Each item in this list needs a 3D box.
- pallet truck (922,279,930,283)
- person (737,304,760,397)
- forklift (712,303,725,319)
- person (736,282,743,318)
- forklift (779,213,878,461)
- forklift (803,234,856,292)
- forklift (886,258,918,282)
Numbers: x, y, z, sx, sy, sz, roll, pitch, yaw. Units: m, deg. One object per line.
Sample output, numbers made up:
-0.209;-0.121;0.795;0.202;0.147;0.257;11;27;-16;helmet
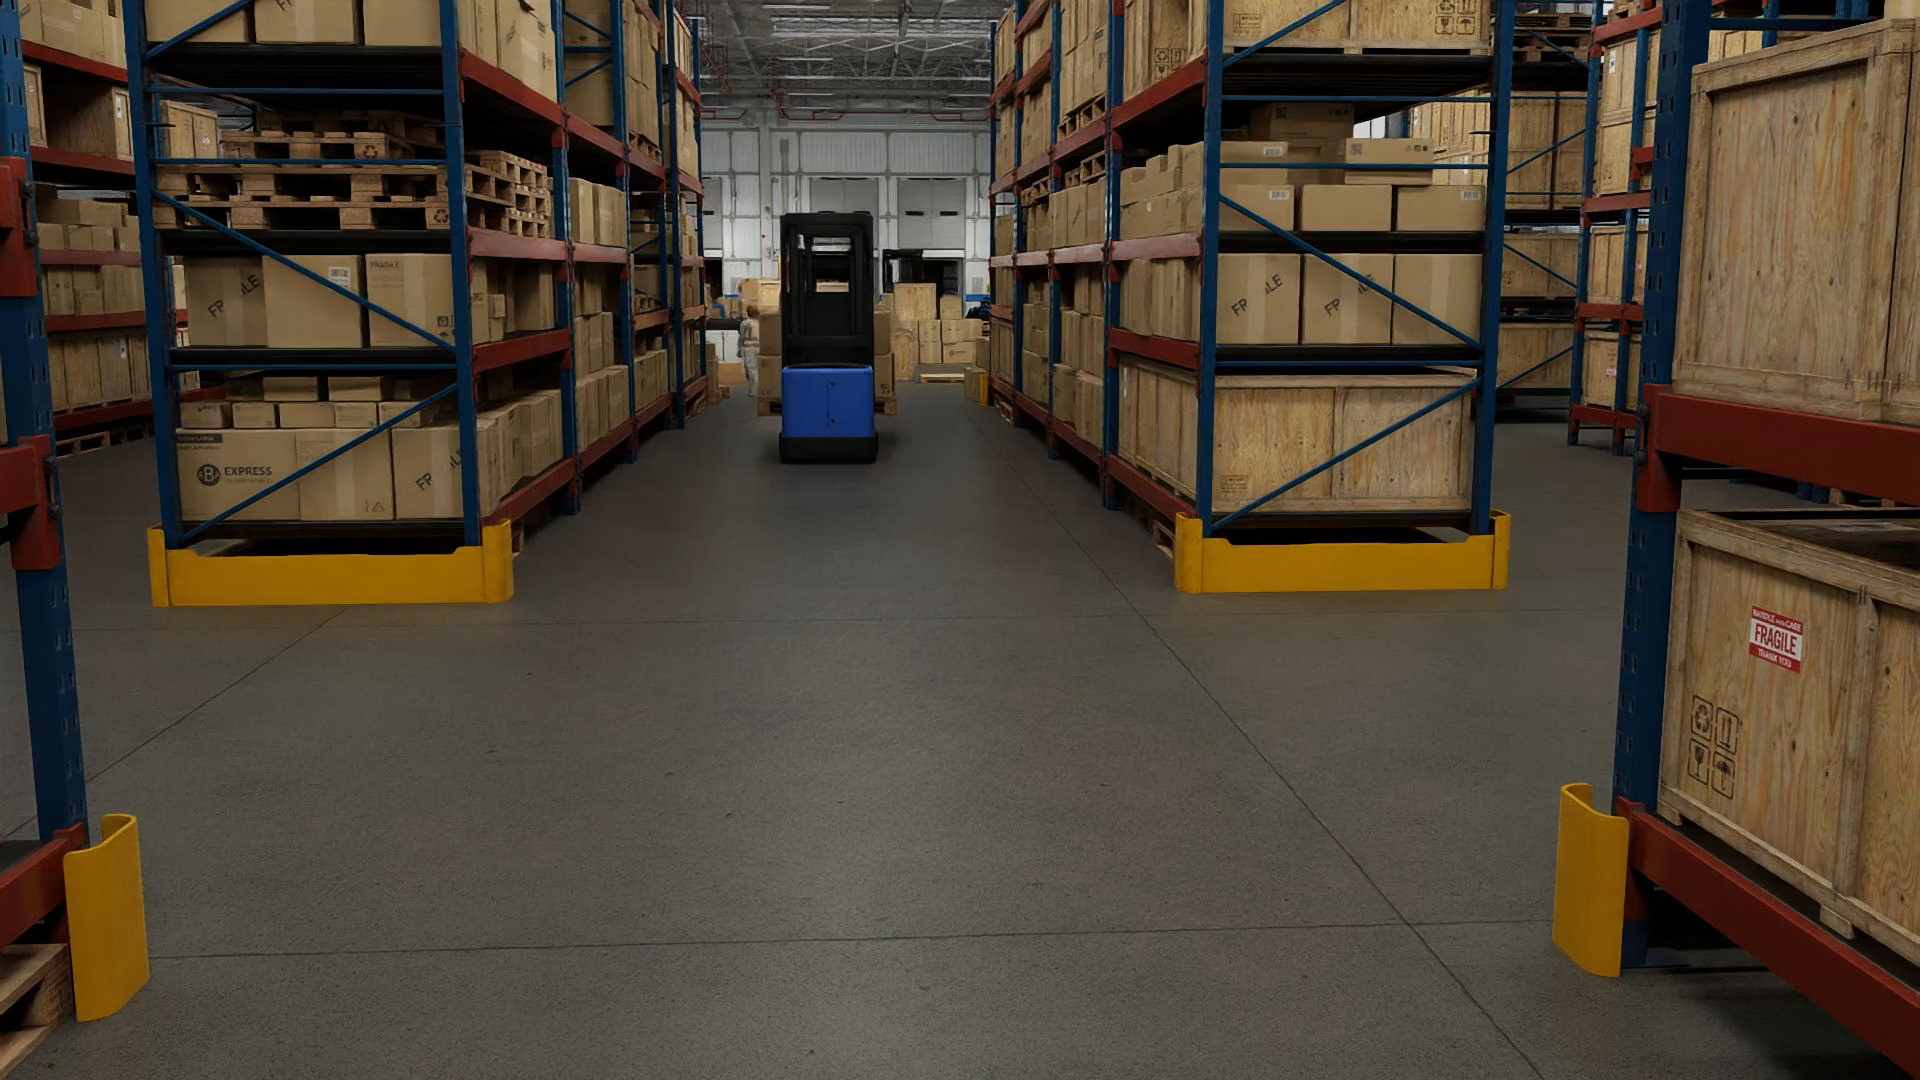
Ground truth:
-0.932;-8.922;63.114;1.885;1.965;0.823;2;9;13;pallet truck
-3.565;-3.271;28.827;0.678;1.616;0.519;8;12;42;person
-9.166;-8.488;57.628;1.873;2.768;1.129;-4;10;-21;forklift
-7.085;-7.529;54.676;0.867;1.908;0.552;4;10;22;person
-1.529;-2.372;19.221;1.129;2.768;1.873;-1;9;-4;forklift
-2.067;-3.617;27.042;1.129;2.768;1.873;-1;9;-4;forklift
-1.592;-6.593;45.730;1.129;2.768;1.873;-1;9;-4;forklift
